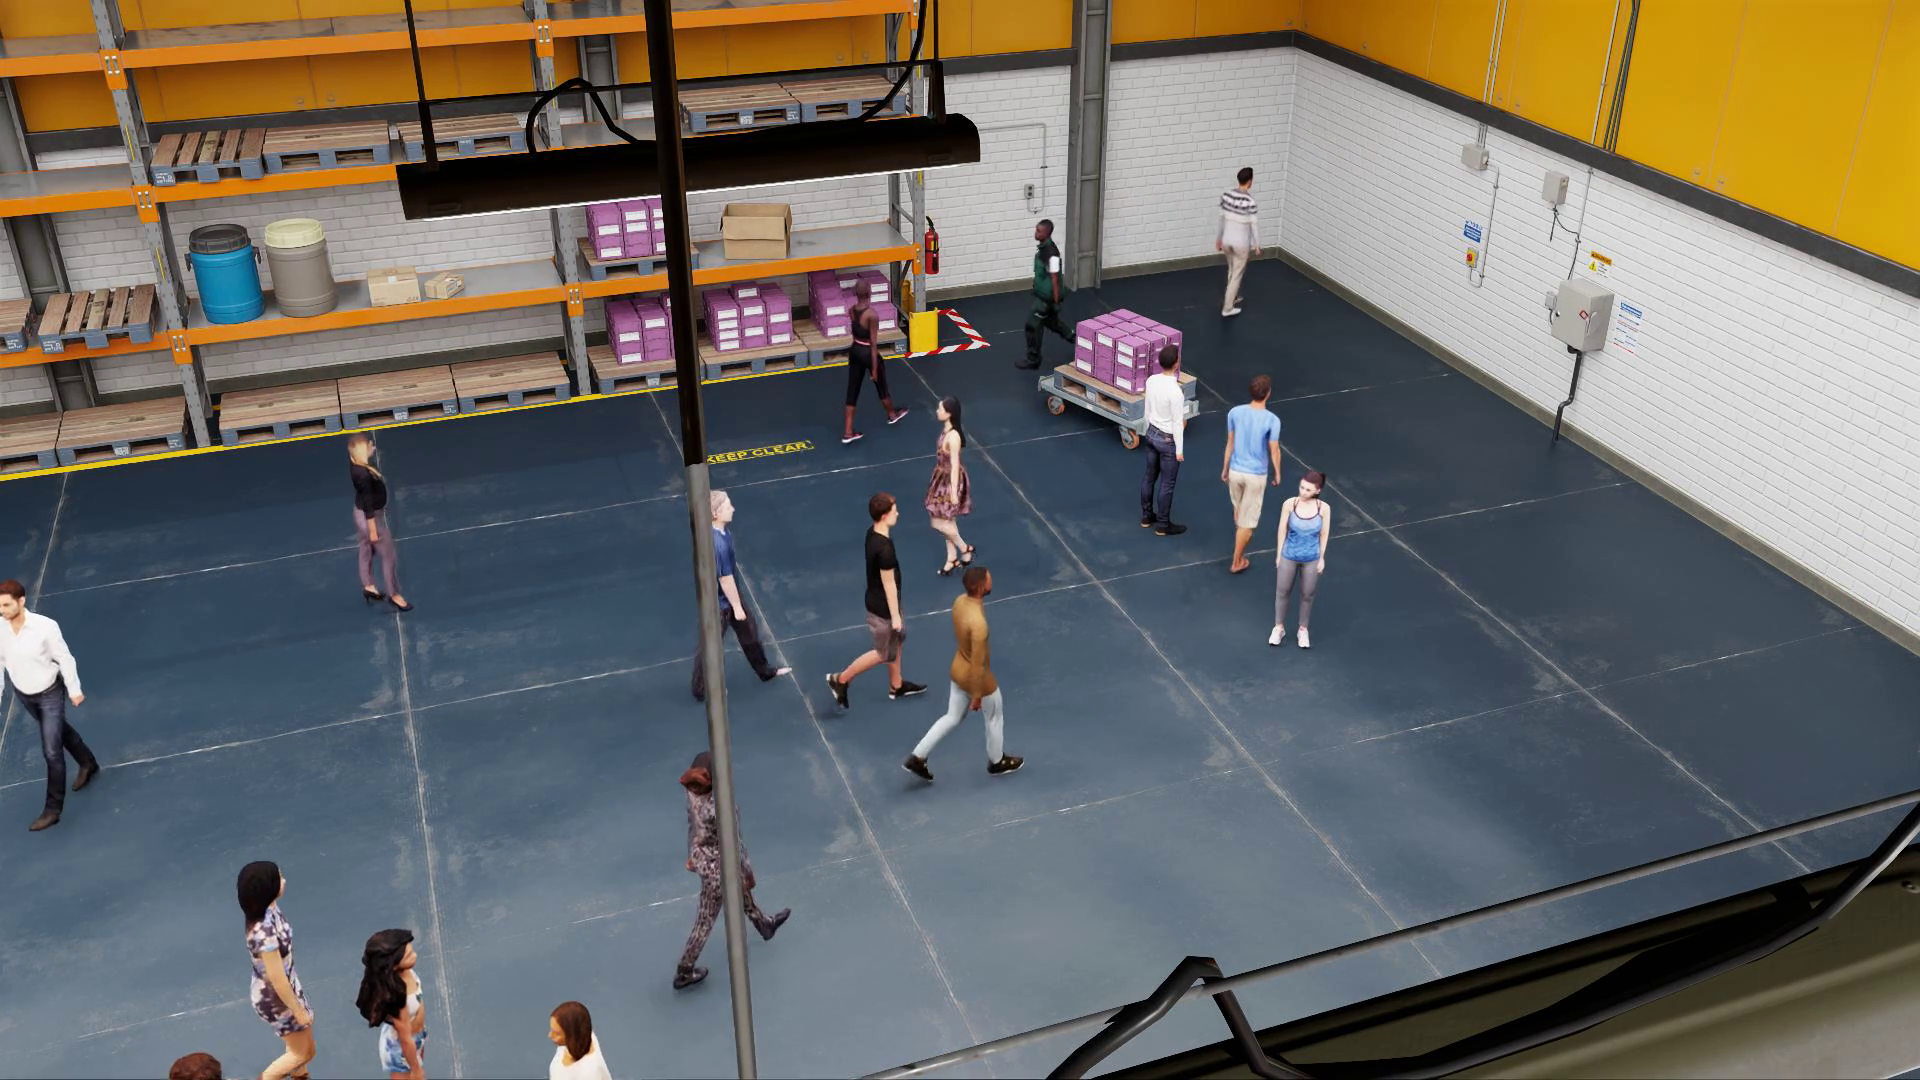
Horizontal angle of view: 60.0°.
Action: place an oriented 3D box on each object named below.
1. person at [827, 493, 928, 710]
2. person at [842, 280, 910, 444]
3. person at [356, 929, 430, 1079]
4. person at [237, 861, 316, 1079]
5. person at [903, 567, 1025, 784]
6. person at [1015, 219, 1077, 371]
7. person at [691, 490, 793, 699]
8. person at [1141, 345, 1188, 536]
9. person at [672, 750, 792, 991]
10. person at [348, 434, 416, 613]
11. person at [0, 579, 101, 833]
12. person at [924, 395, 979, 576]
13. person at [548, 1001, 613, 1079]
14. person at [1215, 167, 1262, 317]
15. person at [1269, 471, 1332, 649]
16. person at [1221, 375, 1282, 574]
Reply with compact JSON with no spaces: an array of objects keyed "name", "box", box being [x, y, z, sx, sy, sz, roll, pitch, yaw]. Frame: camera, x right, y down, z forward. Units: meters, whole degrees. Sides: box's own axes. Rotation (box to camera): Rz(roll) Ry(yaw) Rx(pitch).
[{"name":"person","box":[-0.669,0.501,12.914,1.103,1.843,0.806,-5,29,-8]},{"name":"person","box":[-1.066,-1.828,17.312,1.000,1.720,1.245,23,36,36]},{"name":"person","box":[-3.003,2.754,9.019,0.563,1.620,0.549,-9,30,-16]},{"name":"person","box":[-3.863,2.556,9.273,0.753,1.722,0.608,-9,30,-17]},{"name":"person","box":[-0.007,1.022,12.023,1.177,1.782,0.690,-12,31,-20]},{"name":"person","box":[1.079,-2.778,18.963,1.205,1.808,0.911,-2,29,-4]},{"name":"person","box":[-1.957,0.465,12.988,1.106,1.836,0.818,-4,29,-8]},{"name":"person","box":[1.894,-0.945,15.536,0.641,1.871,0.667,-17,33,-28]},{"name":"person","box":[-1.569,2.066,10.236,1.216,1.661,0.879,-22,36,-35]},{"name":"person","box":[-5.113,-0.147,14.291,0.639,1.664,0.683,-21,35,-33]},{"name":"person","box":[-6.524,1.060,11.901,1.177,1.832,1.062,3,29,6]},{"name":"person","box":[-0.013,-0.468,14.774,0.800,1.764,0.746,-2,29,-3]},{"name":"person","box":[-1.807,2.977,8.588,1.047,1.640,0.620,-10,30,-17]},{"name":"person","box":[3.366,-3.653,20.537,0.973,1.835,0.873,-22,36,-35]},{"name":"person","box":[2.831,0.144,13.813,0.628,1.609,0.714,6,29,11]},{"name":"person","box":[2.540,-0.558,14.858,0.959,1.842,1.067,18,33,29]}]
